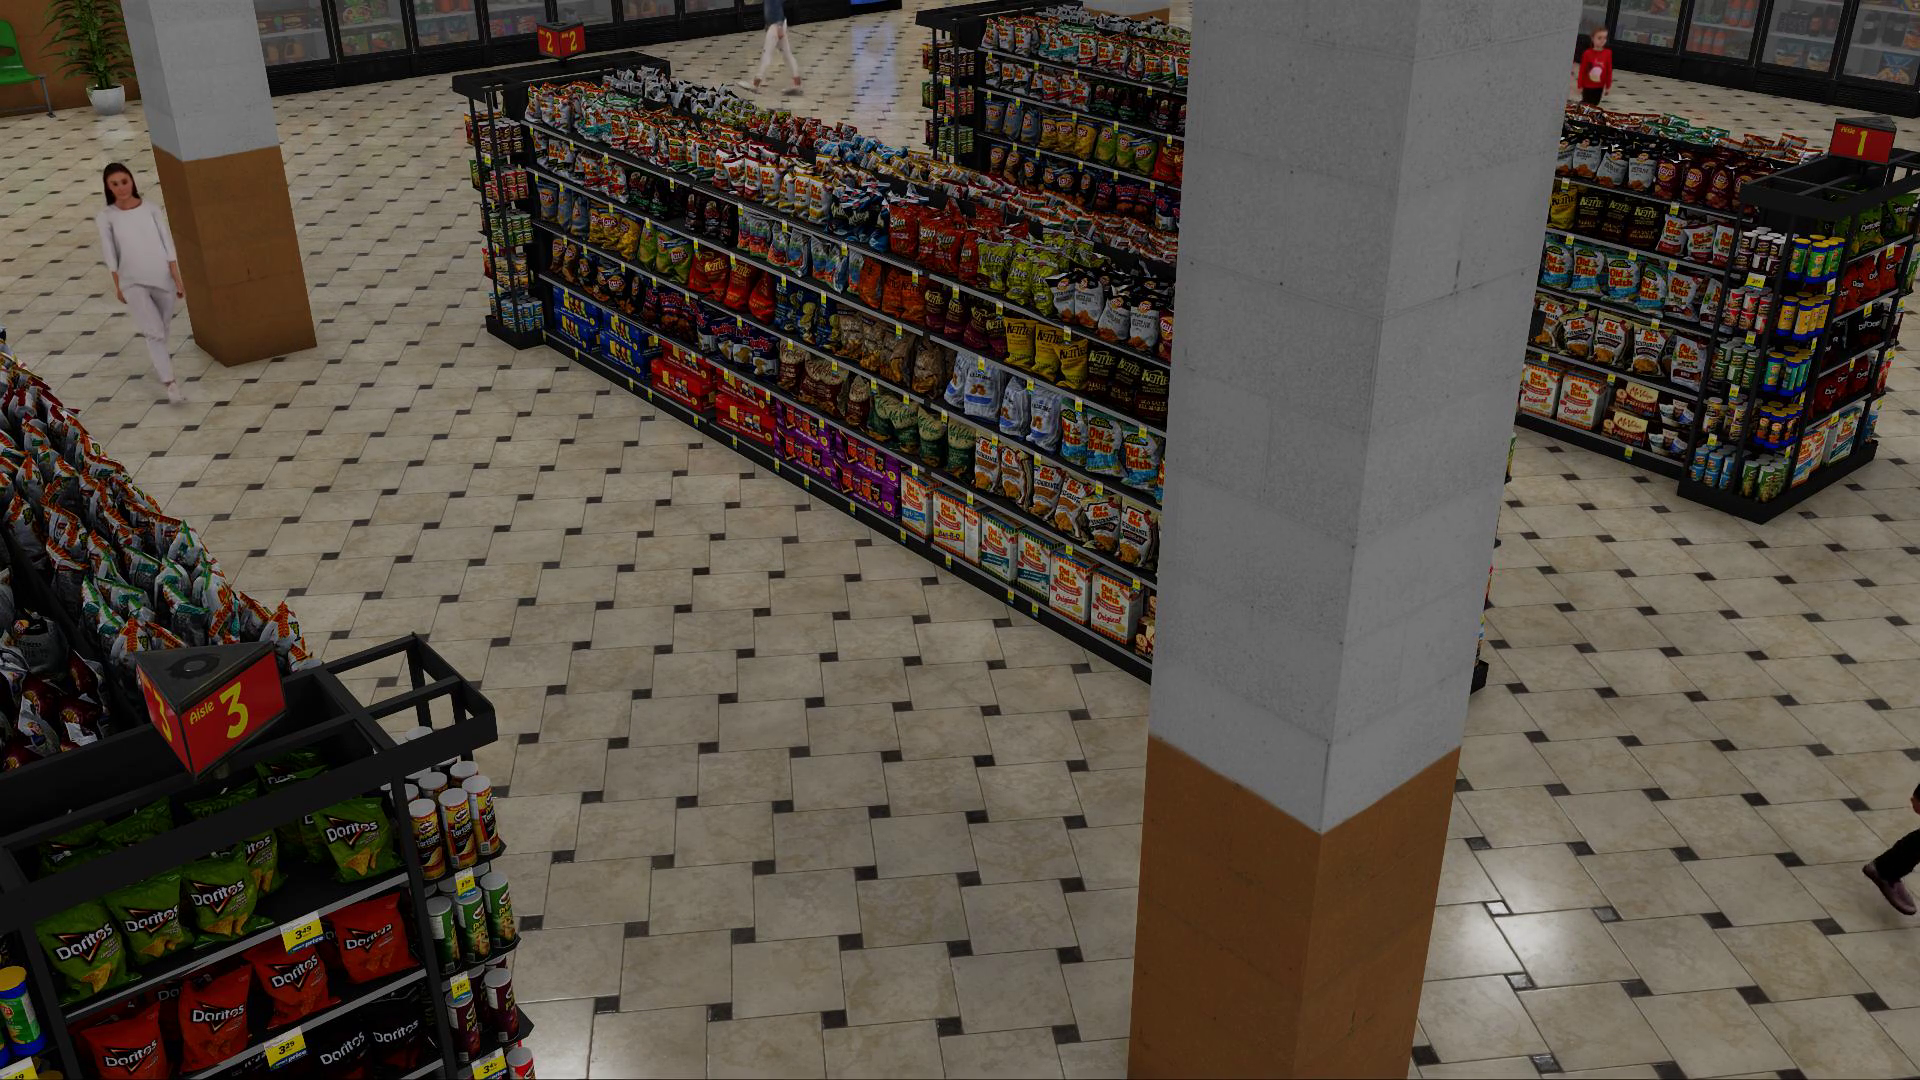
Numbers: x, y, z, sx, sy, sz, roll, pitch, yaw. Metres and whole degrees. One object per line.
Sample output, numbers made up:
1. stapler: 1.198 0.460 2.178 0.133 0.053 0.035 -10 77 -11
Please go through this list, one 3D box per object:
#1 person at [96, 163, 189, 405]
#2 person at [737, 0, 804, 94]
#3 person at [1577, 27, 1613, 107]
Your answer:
1. person: -5.746 -1.829 11.726 0.605 1.647 1.099 -22 34 -36
2. person: -2.178 -6.353 20.621 1.075 1.671 1.076 -1 27 -3
3. person: 7.011 -5.037 18.470 0.782 1.269 0.897 -1 27 -3
